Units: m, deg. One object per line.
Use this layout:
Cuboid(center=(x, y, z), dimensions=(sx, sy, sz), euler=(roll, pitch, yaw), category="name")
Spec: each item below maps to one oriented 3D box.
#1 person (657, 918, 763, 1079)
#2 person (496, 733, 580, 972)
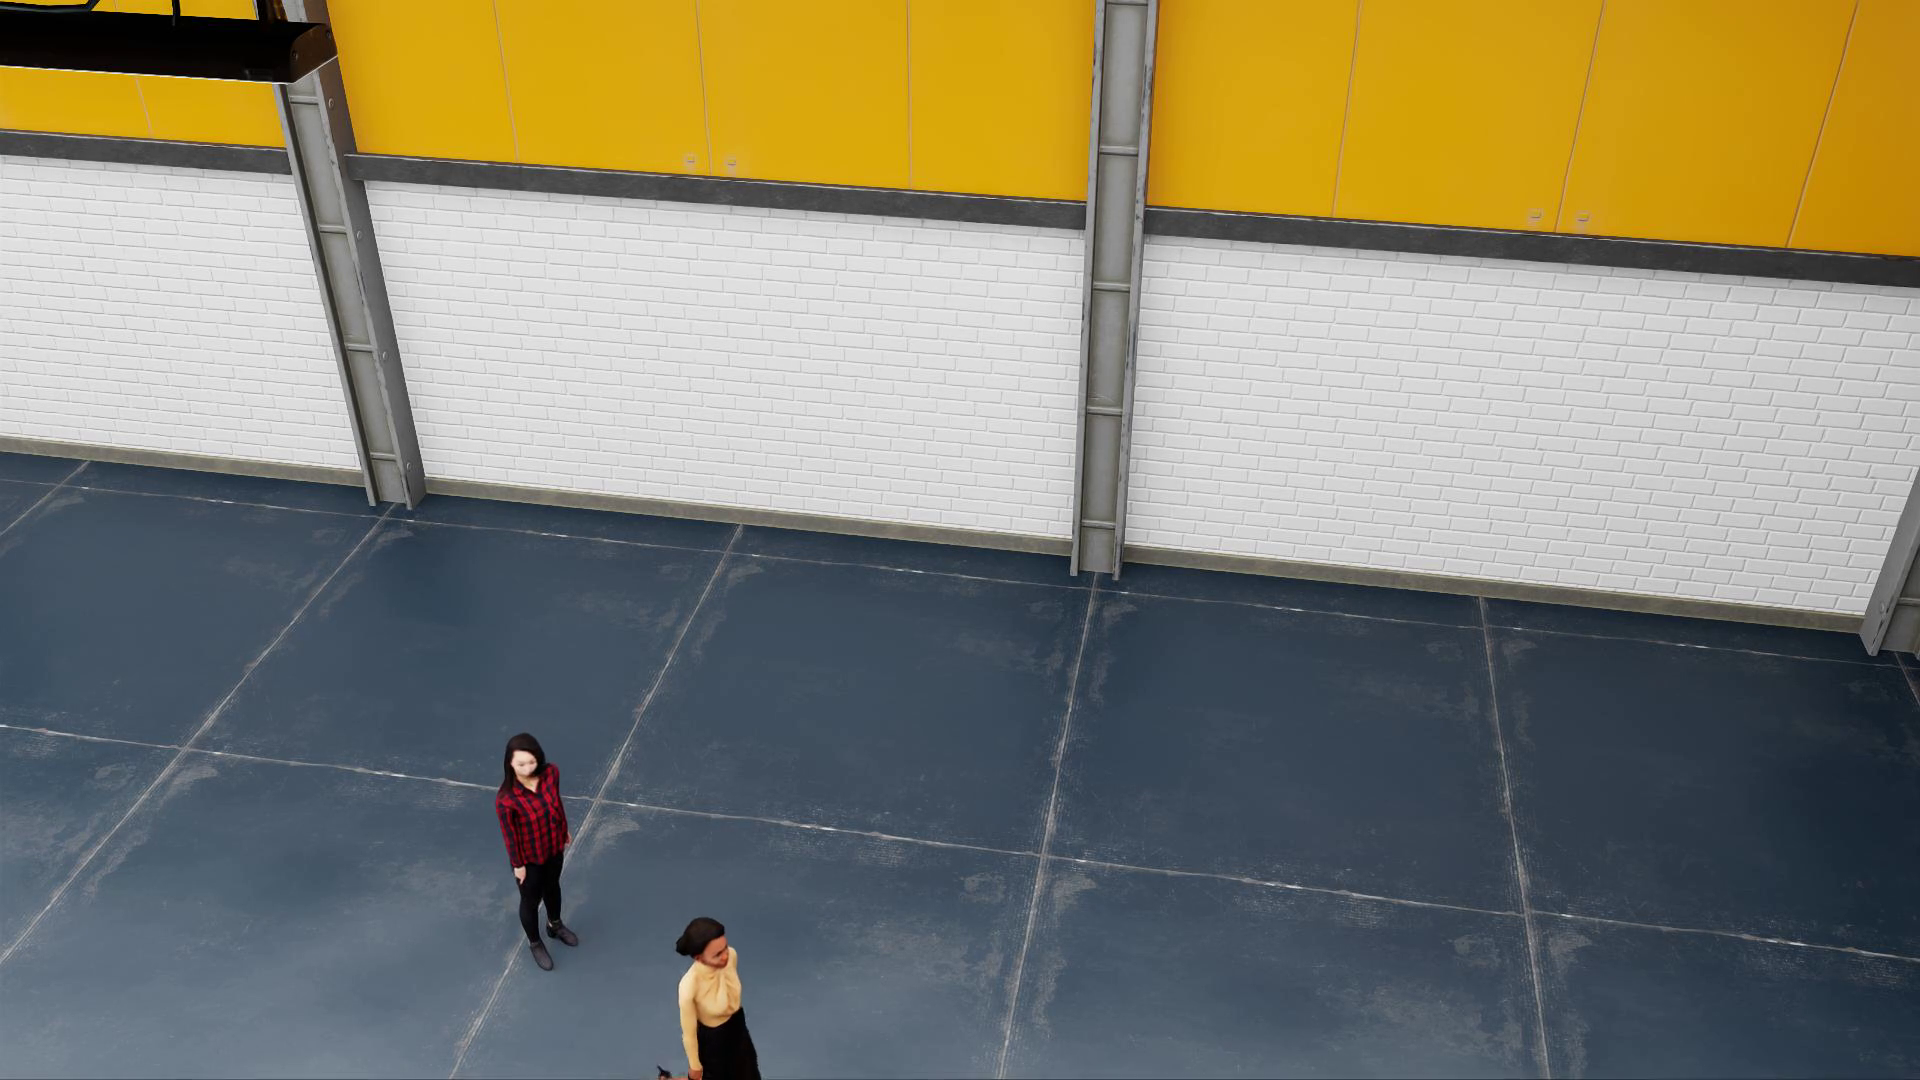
Cuboid(center=(-1.293, 2.512, 8.446), dimensions=(1.020, 1.633, 0.819), euler=(20, 39, 28), category="person")
Cuboid(center=(-2.444, 1.762, 9.556), dimensions=(0.653, 1.653, 0.658), euler=(21, 39, 29), category="person")
